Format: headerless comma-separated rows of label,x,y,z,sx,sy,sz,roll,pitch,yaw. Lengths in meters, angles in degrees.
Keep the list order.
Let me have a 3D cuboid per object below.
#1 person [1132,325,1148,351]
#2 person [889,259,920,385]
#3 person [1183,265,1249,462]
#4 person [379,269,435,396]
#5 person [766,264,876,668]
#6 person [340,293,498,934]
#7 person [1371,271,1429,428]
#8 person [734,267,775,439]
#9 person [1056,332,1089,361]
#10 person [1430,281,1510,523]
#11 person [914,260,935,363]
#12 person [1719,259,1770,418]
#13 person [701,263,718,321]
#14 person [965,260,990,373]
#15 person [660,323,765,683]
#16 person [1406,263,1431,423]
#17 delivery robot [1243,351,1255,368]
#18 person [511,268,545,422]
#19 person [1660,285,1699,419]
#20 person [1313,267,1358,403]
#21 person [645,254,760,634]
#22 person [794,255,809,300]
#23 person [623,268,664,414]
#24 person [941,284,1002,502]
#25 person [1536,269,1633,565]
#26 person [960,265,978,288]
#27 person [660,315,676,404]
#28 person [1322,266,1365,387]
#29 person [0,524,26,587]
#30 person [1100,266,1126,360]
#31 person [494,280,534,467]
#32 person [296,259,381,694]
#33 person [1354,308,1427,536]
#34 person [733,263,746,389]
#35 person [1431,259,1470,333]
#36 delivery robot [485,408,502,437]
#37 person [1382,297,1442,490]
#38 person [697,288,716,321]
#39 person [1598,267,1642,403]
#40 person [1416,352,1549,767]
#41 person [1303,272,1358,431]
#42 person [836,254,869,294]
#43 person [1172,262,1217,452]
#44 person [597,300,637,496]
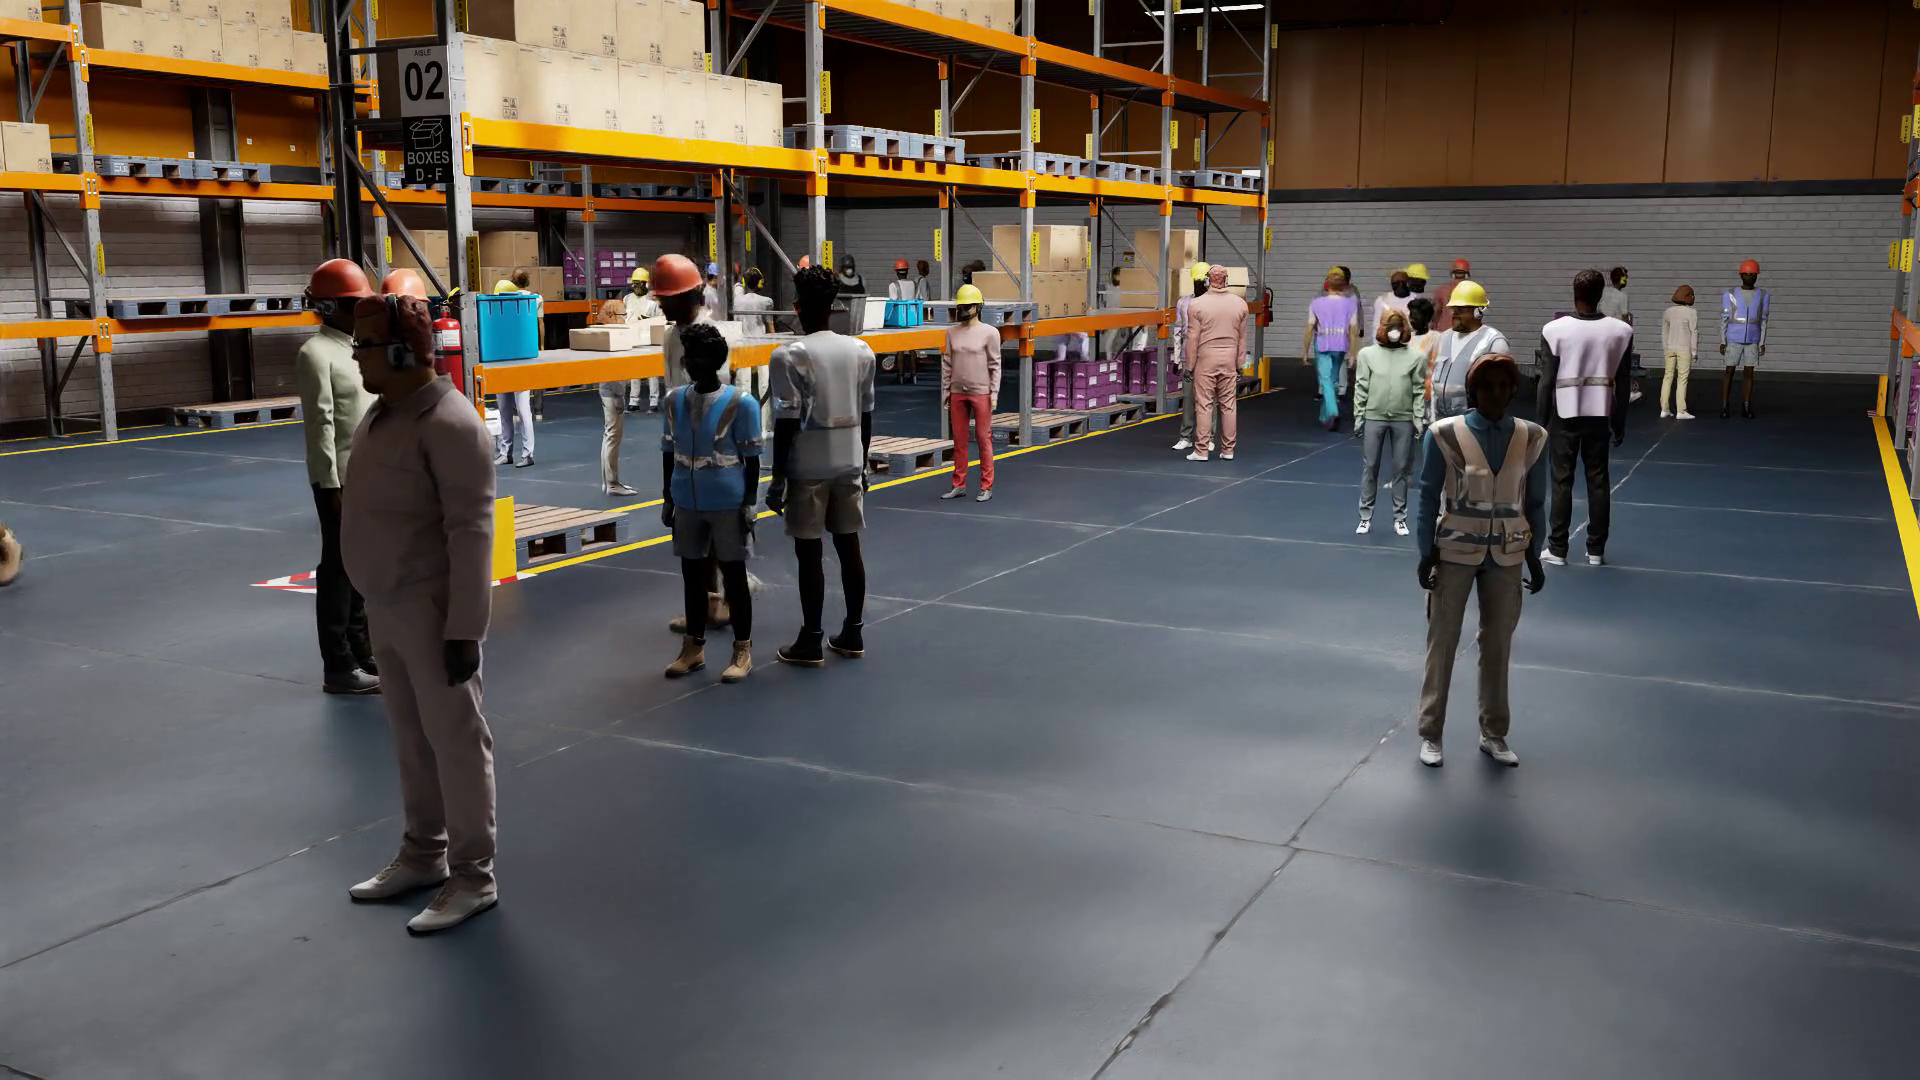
person,2.811,-3.364,25.713,0.417,1.925,0.633,2,10,11
person,-0.885,-3.350,25.577,0.551,1.931,0.374,-7,12,-36
person,2.466,-1.709,16.159,0.649,1.907,0.409,-3,10,-18
person,-3.209,-0.596,9.656,0.542,1.932,0.382,5,11,26
person,-0.686,-0.358,8.161,0.603,1.966,0.368,-9,13,-41
person,-1.645,0.219,5.013,0.401,1.904,0.641,-9,13,-41
person,5.127,-2.221,19.376,0.673,1.819,0.581,2,10,11
person,-2.239,-2.026,18.103,0.520,1.871,0.326,1,10,5
person,1.962,-3.666,27.592,0.846,1.878,0.648,-4,11,-24
person,3.429,-0.841,11.347,0.404,1.832,0.598,-6,12,-32
person,-0.685,-4.214,30.730,0.356,1.884,0.574,-4,10,-20
person,9.614,-2.461,20.409,0.546,1.941,0.357,2,10,13
person,-2.871,-2.387,20.092,0.786,1.906,0.599,1,10,7
person,0.373,-3.620,27.235,0.639,1.899,0.774,9,13,42
person,-1.181,-0.170,7.856,0.540,1.695,0.317,4,11,22
person,5.275,-2.323,19.723,0.640,1.910,0.591,4,10,20
delivery robot,4.306,-2.601,24.958,0.477,0.478,0.707,6,11,29
person,-5.223,-2.328,19.917,0.506,1.847,0.344,-5,11,-28
person,8.814,-2.299,20.360,0.279,1.633,0.500,-5,11,-28
person,5.076,-2.777,22.558,0.603,1.828,0.404,6,12,33
person,-1.403,-0.482,8.746,0.476,2.013,0.676,-6,12,-32
person,-1.973,-2.716,21.728,0.386,1.992,0.624,1,10,3
person,-4.008,-2.498,20.928,0.589,1.837,0.404,3,10,16
person,0.080,-1.192,13.572,0.533,1.768,0.310,6,11,29
person,4.029,-0.786,10.782,0.600,1.916,0.377,0,10,1
person,0.146,-3.173,24.823,0.429,1.844,0.627,-7,12,-36
person,-3.778,-2.777,22.246,0.636,1.939,0.362,3,10,17
person,5.758,-3.199,25.026,0.729,1.816,0.458,-3,10,-19
person,-5.906,-0.648,9.649,0.630,2.029,0.663,3,10,15
person,2.467,-3.361,25.933,0.693,1.831,0.564,-5,11,-27
person,-4.259,-1.568,15.747,0.523,1.769,0.313,5,11,27
person,-2.832,-0.294,7.706,0.382,1.993,0.622,0,10,-2
person,3.079,-0.844,11.941,0.503,1.632,0.281,2,10,12
person,-3.183,-2.983,23.602,0.361,1.883,0.574,-3,10,-17
person,6.557,-2.746,22.065,0.623,1.953,1.005,4,10,20
delivery robot,-4.948,-1.192,16.801,0.477,0.478,0.707,9,13,43
person,4.040,-1.263,14.322,0.867,1.659,0.531,-6,12,-33
person,-3.008,-2.065,18.992,0.523,1.640,0.306,4,10,21
person,8.660,-2.657,21.859,0.964,1.824,0.559,-3,10,-15
person,2.051,0.080,6.565,0.514,1.642,0.311,0,10,0
person,4.269,-2.157,19.059,0.580,1.806,0.921,-1,10,-6
person,-1.838,-3.739,27.519,0.684,2.000,0.869,-4,11,-22
person,2.450,-1.867,17.002,0.587,1.930,0.359,5,11,29
person,-2.886,-1.190,13.939,0.264,1.632,0.508,-3,10,-18
